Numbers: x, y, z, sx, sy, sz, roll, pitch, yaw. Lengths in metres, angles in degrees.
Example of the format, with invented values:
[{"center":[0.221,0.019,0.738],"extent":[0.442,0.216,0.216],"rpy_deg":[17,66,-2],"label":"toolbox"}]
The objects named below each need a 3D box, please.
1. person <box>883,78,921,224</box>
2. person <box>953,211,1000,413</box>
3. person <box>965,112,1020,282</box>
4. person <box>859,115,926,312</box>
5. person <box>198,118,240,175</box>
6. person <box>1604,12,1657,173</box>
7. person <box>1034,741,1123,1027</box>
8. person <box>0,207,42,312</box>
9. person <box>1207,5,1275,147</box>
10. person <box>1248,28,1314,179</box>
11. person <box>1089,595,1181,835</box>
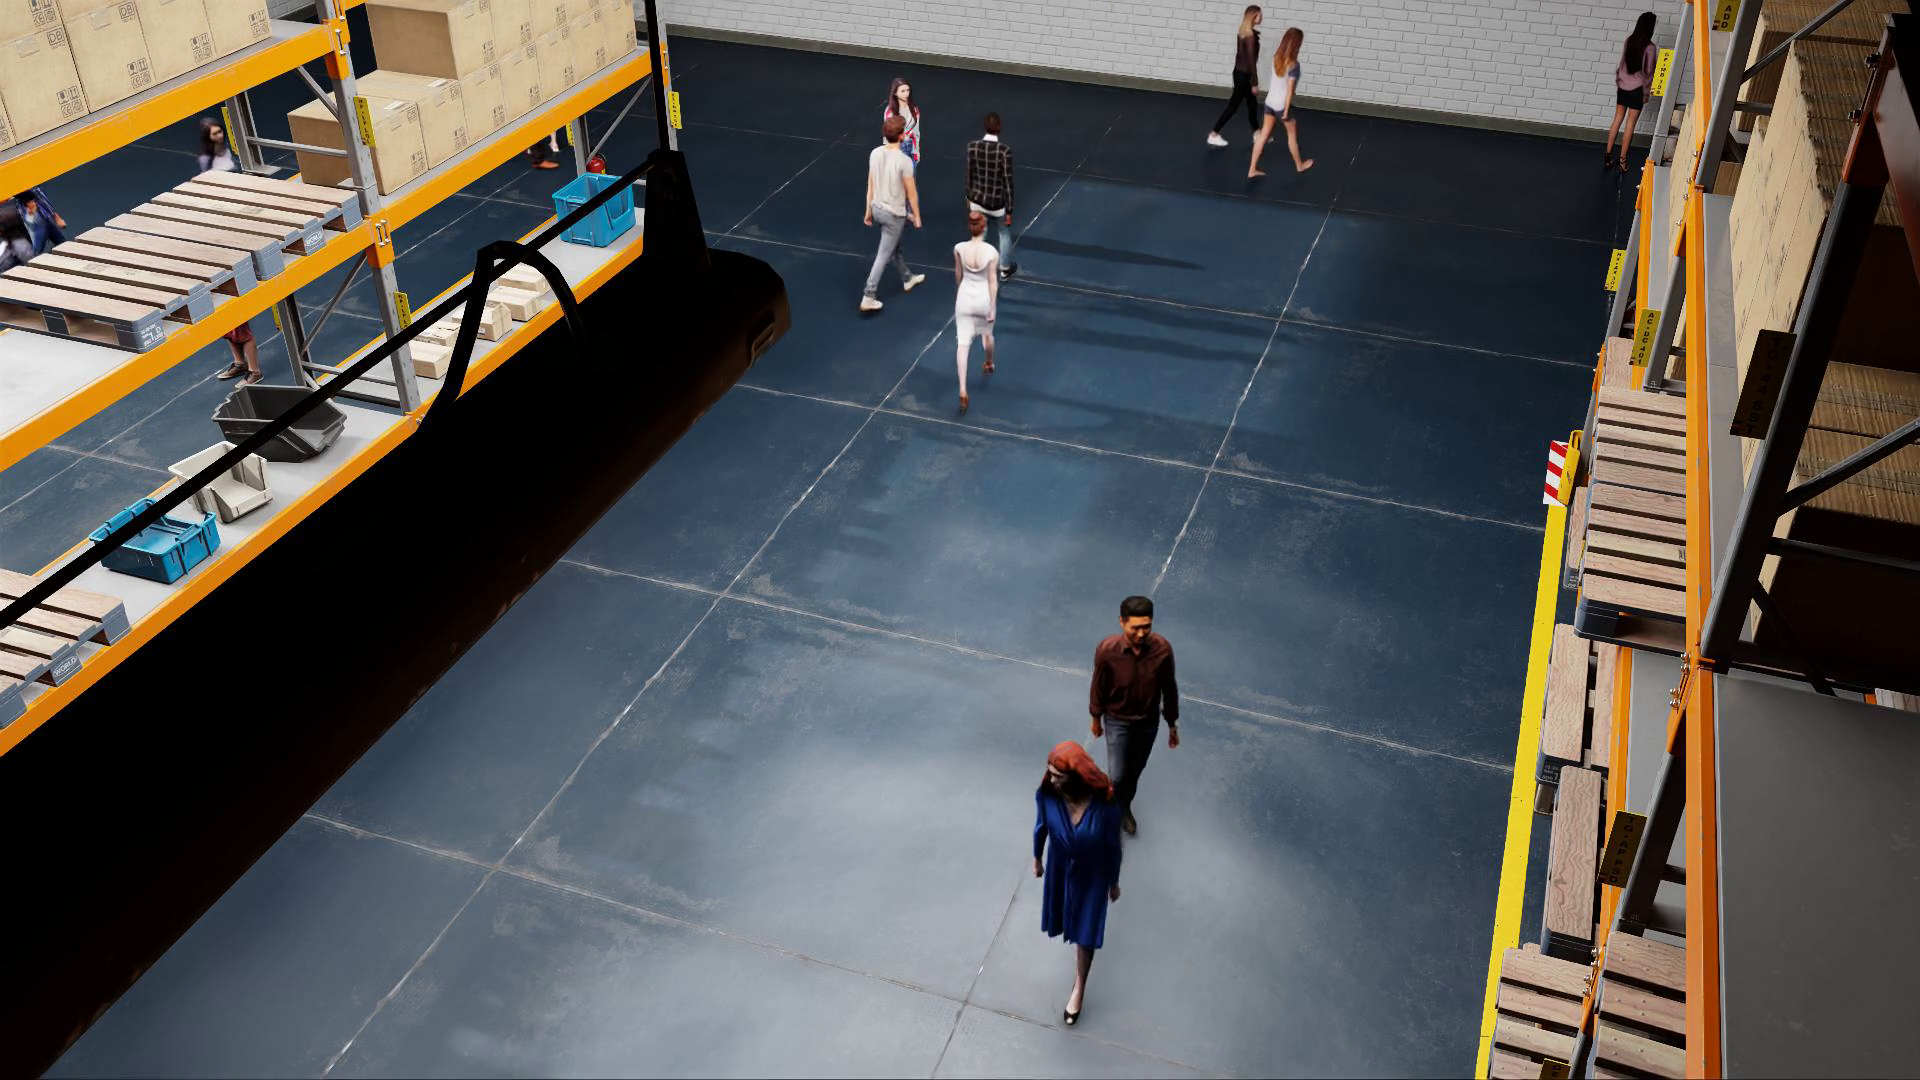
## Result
[{"center":[-0.628,-4.122,17.681],"extent":[0.638,1.611,0.722],"rpy_deg":[-19,38,-26],"label":"person"},{"center":[0.086,-1.937,14.279],"extent":[0.630,1.739,1.074],"rpy_deg":[9,35,13],"label":"person"},{"center":[0.249,-3.225,16.163],"extent":[0.702,1.798,0.924],"rpy_deg":[12,35,17],"label":"person"},{"center":[-0.726,-3.066,15.883],"extent":[0.942,1.842,1.304],"rpy_deg":[24,40,31],"label":"person"},{"center":[-7.345,-3.399,16.527],"extent":[0.700,1.685,0.583],"rpy_deg":[7,34,10],"label":"person"},{"center":[7.666,-5.115,18.995],"extent":[0.733,1.811,0.690],"rpy_deg":[-17,37,-24],"label":"person"},{"center":[0.634,1.711,8.735],"extent":[0.665,1.801,0.939],"rpy_deg":[8,34,12],"label":"person"},{"center":[-8.266,-2.223,14.857],"extent":[1.140,1.575,1.020],"rpy_deg":[-20,38,-27],"label":"person"},{"center":[3.256,-5.419,19.586],"extent":[0.921,1.662,1.066],"rpy_deg":[0,34,0],"label":"person"},{"center":[3.531,-4.873,18.754],"extent":[1.099,1.674,0.993],"rpy_deg":[-17,37,-24],"label":"person"},{"center":[0.992,1.004,9.831],"extent":[0.781,1.764,0.808],"rpy_deg":[-6,34,-9],"label":"person"}]
